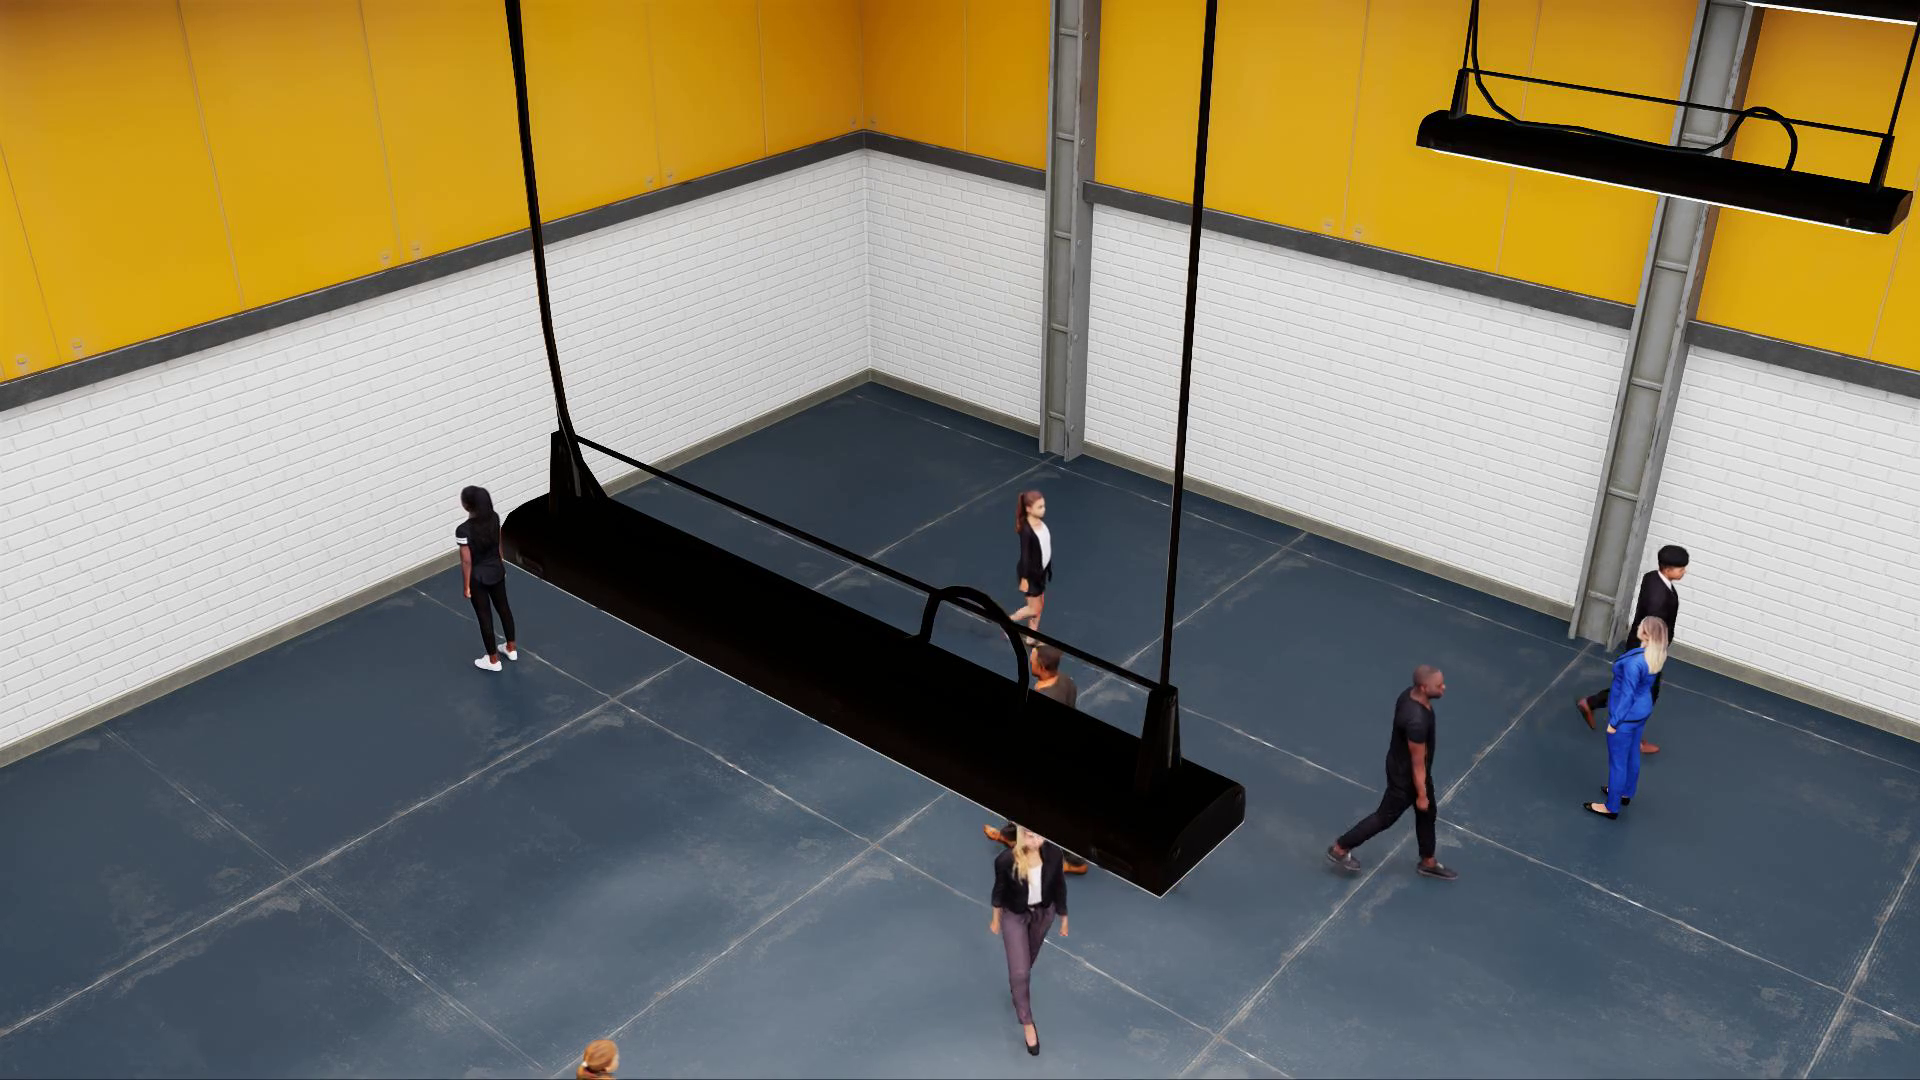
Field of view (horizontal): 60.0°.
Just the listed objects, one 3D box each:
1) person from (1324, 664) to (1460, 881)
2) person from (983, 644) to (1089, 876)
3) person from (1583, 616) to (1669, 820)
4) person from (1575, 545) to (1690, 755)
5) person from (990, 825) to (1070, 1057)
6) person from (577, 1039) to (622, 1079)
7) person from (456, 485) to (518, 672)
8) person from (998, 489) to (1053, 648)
[{"bbox_3d":[3.033,1.658,11.649,1.275,1.780,0.975,8,30,14],"label":"person"},{"bbox_3d":[0.715,1.588,11.673,1.179,1.880,0.934,10,30,17],"label":"person"},{"bbox_3d":[5.001,1.305,12.381,0.645,1.701,0.572,-25,37,-38],"label":"person"},{"bbox_3d":[5.286,0.849,13.052,1.038,1.857,0.895,10,30,18],"label":"person"},{"bbox_3d":[0.397,2.348,10.523,0.880,1.648,1.007,-9,30,-16],"label":"person"},{"bbox_3d":[-1.924,3.278,9.170,0.483,1.310,0.592,11,30,19],"label":"person"},{"bbox_3d":[-4.044,0.306,14.172,0.601,1.739,0.628,18,33,29],"label":"person"},{"bbox_3d":[0.568,0.247,14.480,0.768,1.547,0.626,14,31,23],"label":"person"}]
